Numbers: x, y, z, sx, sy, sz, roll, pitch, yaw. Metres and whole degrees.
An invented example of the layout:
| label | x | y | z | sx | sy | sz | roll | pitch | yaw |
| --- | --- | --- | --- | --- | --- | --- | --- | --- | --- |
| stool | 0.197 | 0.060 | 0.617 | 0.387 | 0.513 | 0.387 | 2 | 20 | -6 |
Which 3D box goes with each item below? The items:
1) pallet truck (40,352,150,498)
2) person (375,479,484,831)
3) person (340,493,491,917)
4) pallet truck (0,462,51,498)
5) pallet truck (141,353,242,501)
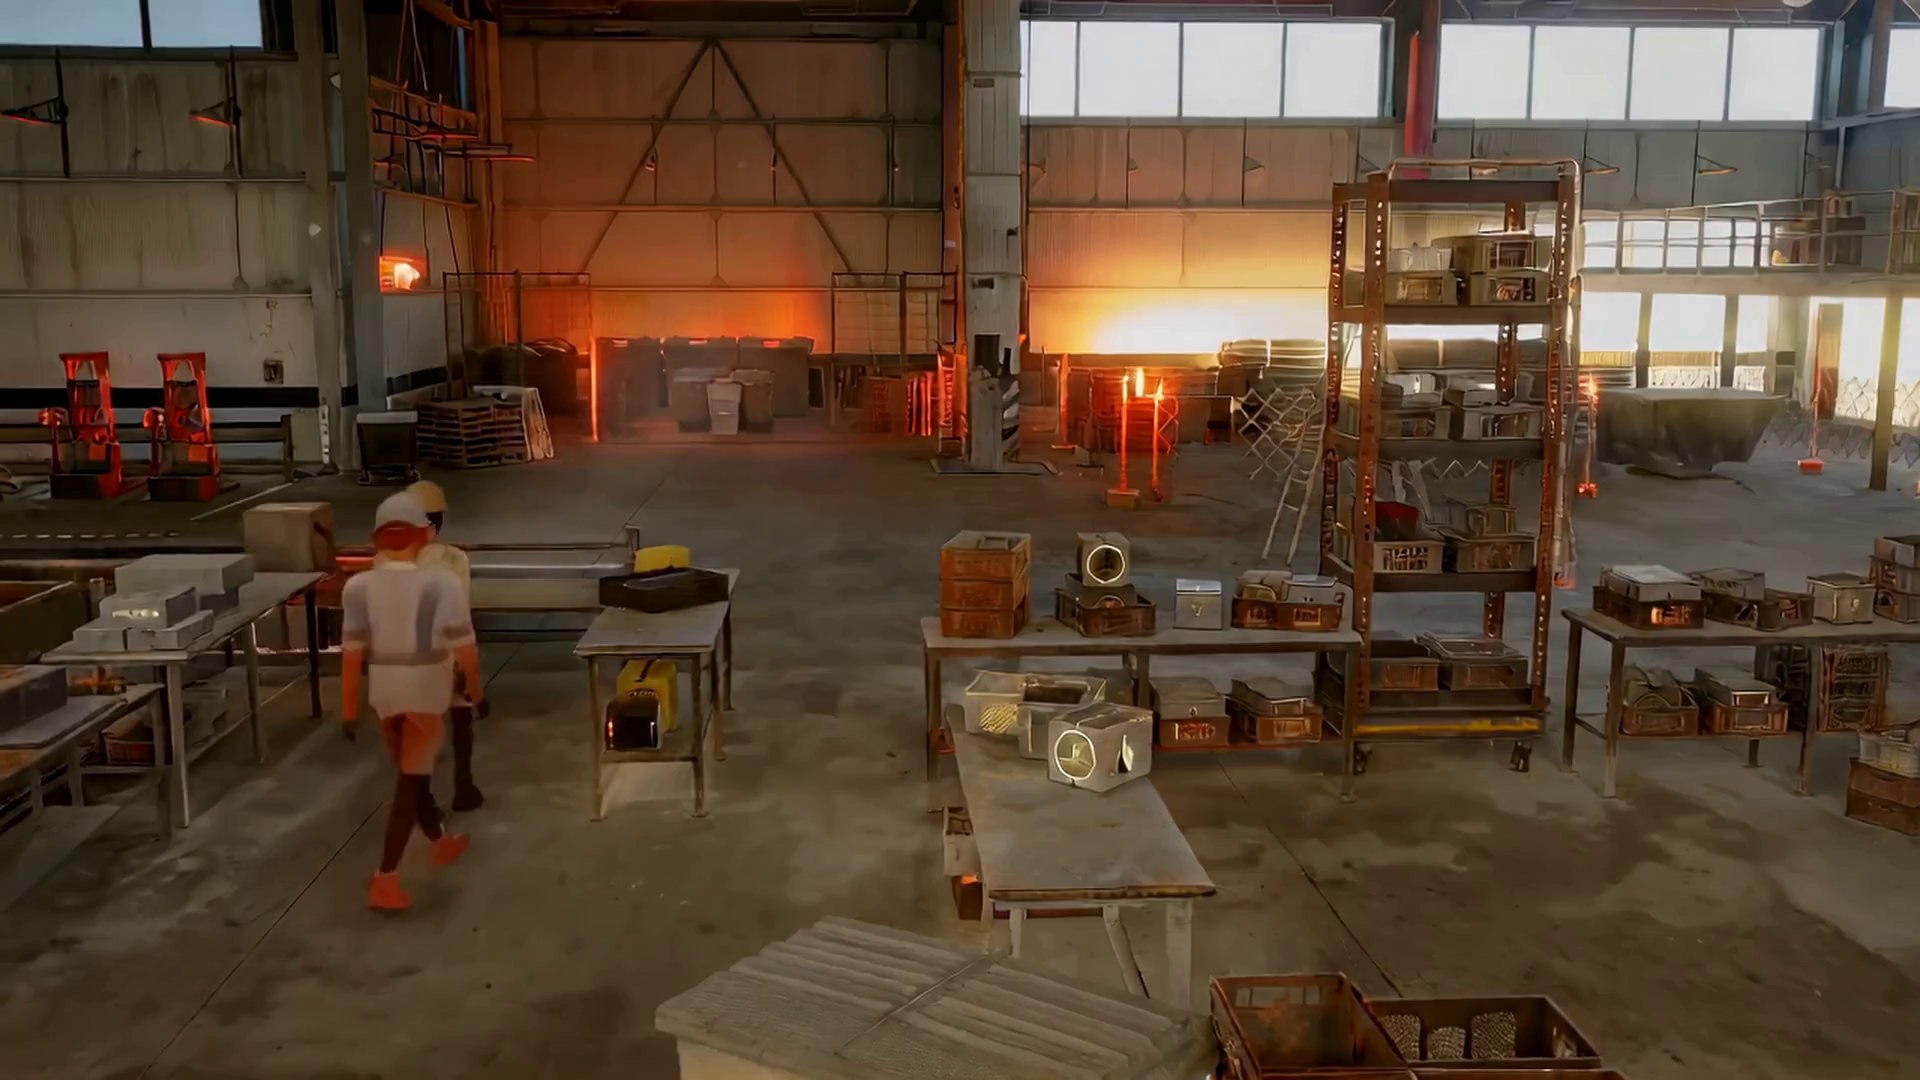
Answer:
| label | x | y | z | sx | sy | sz | roll | pitch | yaw |
| --- | --- | --- | --- | --- | --- | --- | --- | --- | --- |
| pallet truck | -11.907 | -1.642 | 23.165 | 0.823 | 1.965 | 1.885 | 0 | 9 | 0 |
| person | -2.934 | 0.615 | 9.256 | 0.556 | 1.911 | 0.735 | 0 | 9 | 1 |
| person | -2.689 | 0.775 | 8.076 | 0.609 | 1.992 | 1.077 | 2 | 9 | 12 |
| pallet truck | -13.193 | -1.293 | 23.148 | 0.653 | 1.274 | 1.630 | -1 | 9 | -4 |
| pallet truck | -10.520 | -1.604 | 22.925 | 0.823 | 1.965 | 1.885 | -1 | 9 | -6 |
